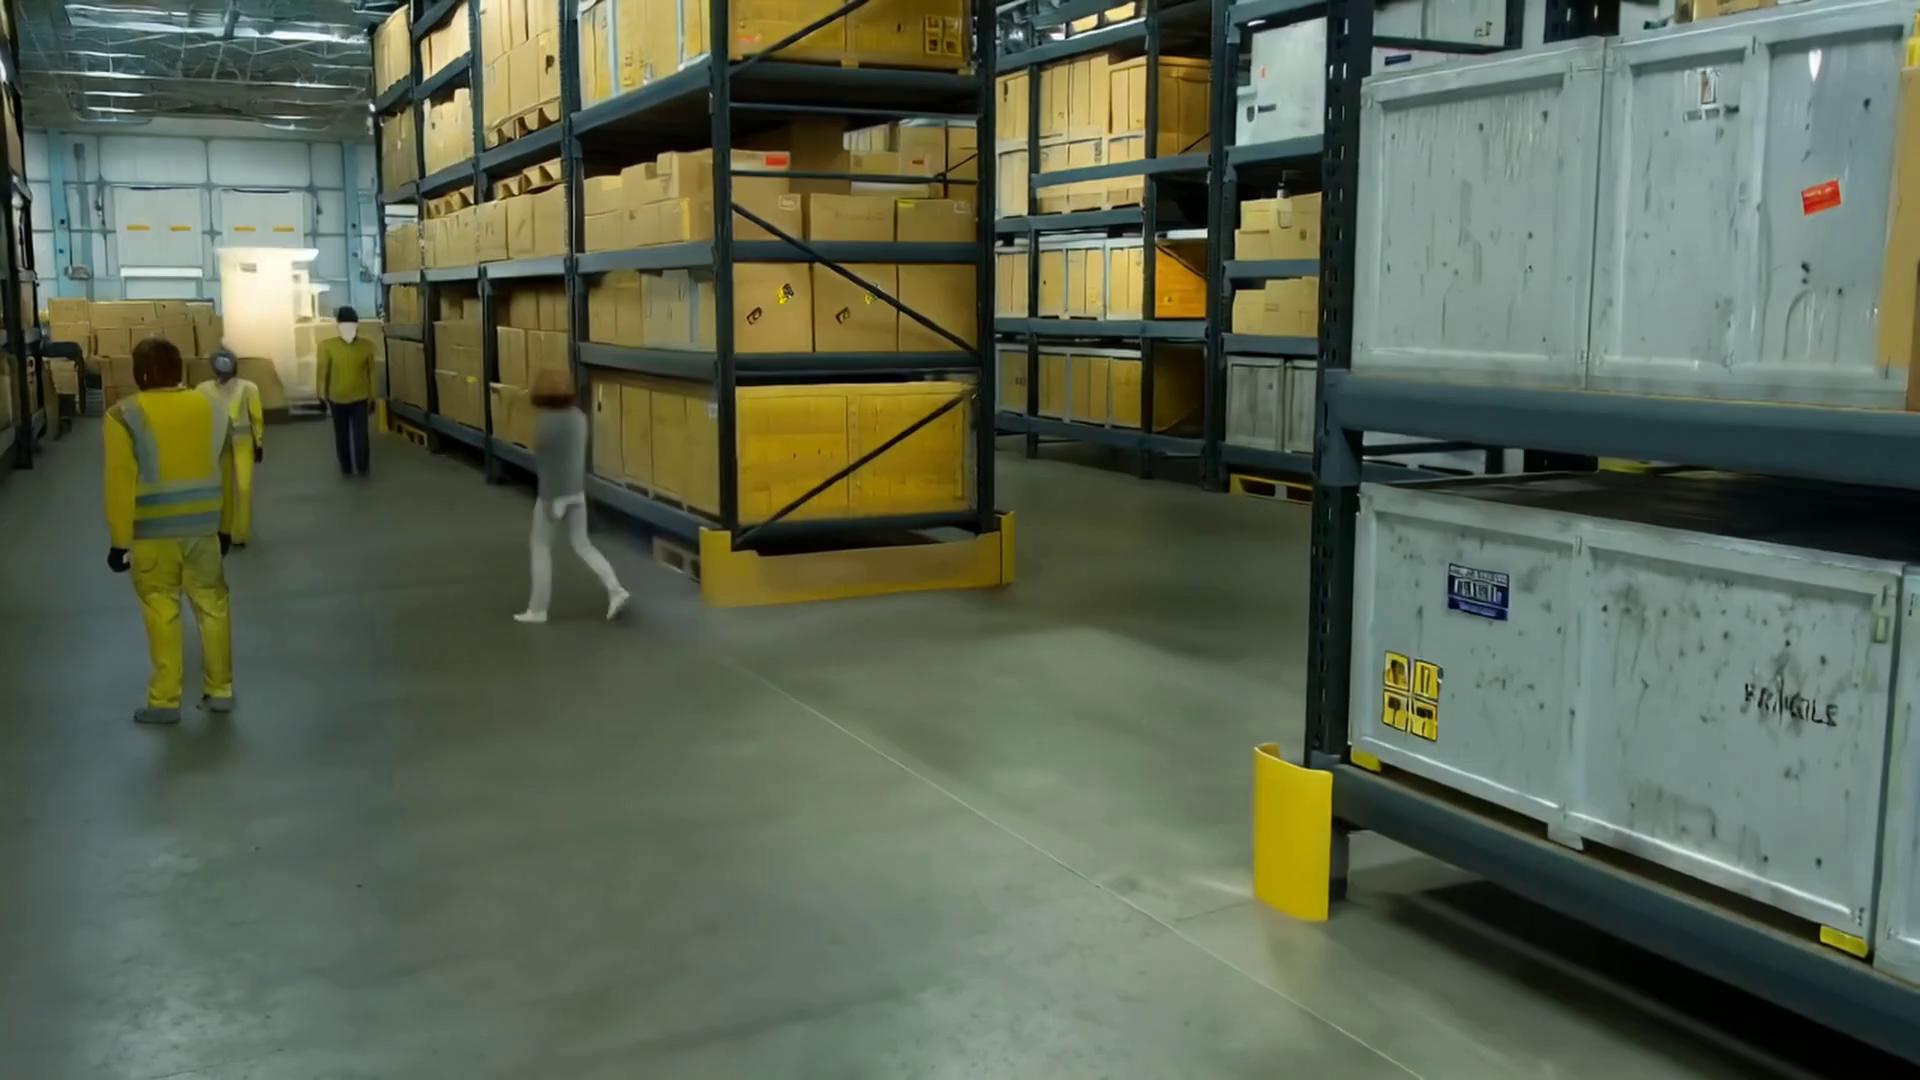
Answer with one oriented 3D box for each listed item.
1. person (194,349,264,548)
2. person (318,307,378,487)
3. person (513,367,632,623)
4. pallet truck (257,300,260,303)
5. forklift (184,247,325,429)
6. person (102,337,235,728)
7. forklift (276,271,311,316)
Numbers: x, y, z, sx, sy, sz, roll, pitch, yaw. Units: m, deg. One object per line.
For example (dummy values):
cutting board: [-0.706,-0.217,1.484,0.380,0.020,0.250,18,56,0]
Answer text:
person: [-5.943,-0.731,13.458,0.535,1.605,0.744,-2,8,-12]
person: [-6.660,-1.561,18.107,0.621,1.948,1.039,-4,9,-23]
person: [-2.411,-0.266,10.293,0.713,1.603,0.505,5,9,29]
pallet truck: [-23.913,-7.404,58.171,1.885,1.965,0.823,-1,8,-9]
forklift: [-11.158,-3.199,26.144,1.129,2.768,1.873,3,9,19]
person: [-3.749,-0.035,7.894,0.430,1.845,0.624,6,10,36]
forklift: [-19.394,-6.432,48.444,1.873,2.768,1.129,6,10,35]
